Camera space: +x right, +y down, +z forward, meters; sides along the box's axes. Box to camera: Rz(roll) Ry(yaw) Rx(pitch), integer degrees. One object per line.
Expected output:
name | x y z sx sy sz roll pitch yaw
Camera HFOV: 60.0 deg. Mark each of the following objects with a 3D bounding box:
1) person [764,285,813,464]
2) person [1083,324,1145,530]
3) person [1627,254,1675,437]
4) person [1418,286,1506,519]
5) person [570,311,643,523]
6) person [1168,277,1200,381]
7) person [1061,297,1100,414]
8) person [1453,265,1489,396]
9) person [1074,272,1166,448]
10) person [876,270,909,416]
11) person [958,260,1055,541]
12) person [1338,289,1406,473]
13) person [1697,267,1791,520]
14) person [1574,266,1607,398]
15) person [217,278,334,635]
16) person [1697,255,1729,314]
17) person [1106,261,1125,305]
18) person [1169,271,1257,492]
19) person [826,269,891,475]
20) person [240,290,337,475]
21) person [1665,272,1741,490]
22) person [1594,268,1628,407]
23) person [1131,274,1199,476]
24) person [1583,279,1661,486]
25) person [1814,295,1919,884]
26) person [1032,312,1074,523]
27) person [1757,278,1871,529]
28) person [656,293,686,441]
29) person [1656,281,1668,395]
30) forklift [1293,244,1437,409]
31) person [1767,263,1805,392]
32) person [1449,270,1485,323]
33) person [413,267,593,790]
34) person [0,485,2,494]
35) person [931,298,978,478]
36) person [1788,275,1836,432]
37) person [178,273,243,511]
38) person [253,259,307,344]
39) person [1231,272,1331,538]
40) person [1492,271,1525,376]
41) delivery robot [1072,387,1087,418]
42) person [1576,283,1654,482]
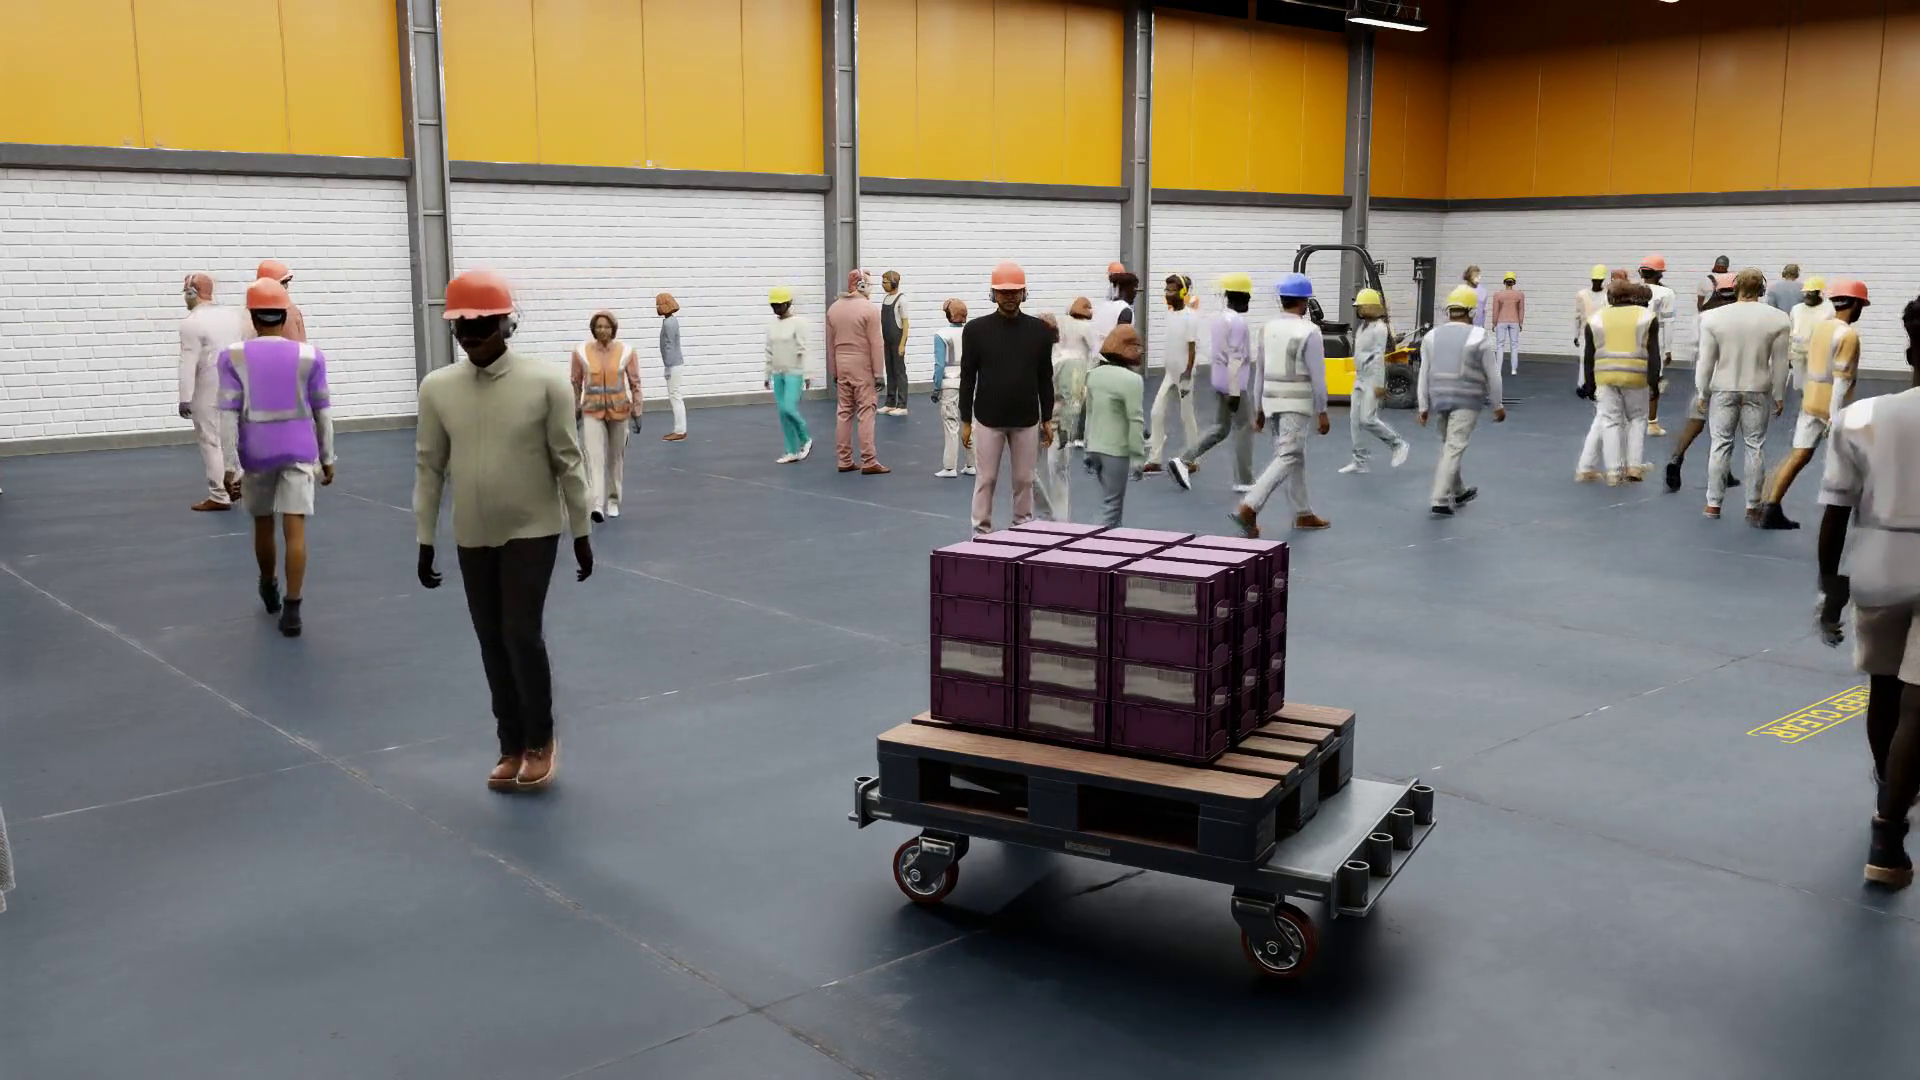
person | -1.700 -1.603 16.165 0.562 1.738 0.388 7 12 36
person | 0.975 -0.502 10.151 0.607 1.611 0.526 -5 11 -28
person | 7.714 -2.179 18.690 0.392 2.045 0.608 -9 13 -42
person | 3.936 -1.079 13.011 0.941 1.776 0.606 -9 13 -42
person | -2.681 -0.929 12.636 0.543 1.593 0.851 -2 10 -12
person | 3.614 -3.407 26.912 0.535 1.693 0.317 4 11 25
person | 1.289 -1.837 18.058 0.889 1.582 0.507 -6 11 -30
person | 7.427 -3.086 24.424 0.643 1.907 0.939 -4 10 -21
person | 1.648 -1.874 17.487 1.043 1.854 0.611 -3 10 -19
person | -0.847 -2.500 21.168 0.343 1.840 0.507 -7 12 -35
person | 0.304 -0.776 10.615 0.621 1.992 0.397 -1 10 -8
person | 3.844 -1.467 15.445 0.530 1.724 0.492 -2 10 -14
person | 5.998 -1.116 12.773 0.637 1.937 0.357 4 11 23
person | 9.051 -2.952 23.702 0.603 1.871 1.031 5 11 28
person | -3.744 -0.478 9.140 0.569 1.893 0.965 -4 10 -22
person | 13.146 -3.912 28.843 0.682 2.000 0.537 5 11 28
person | 2.325 -3.192 24.923 0.353 1.941 0.543 -5 11 -28
person | 2.246 -1.339 14.200 0.817 1.904 0.591 -1 10 -8
person | -0.934 -1.562 15.493 0.636 1.903 0.404 8 13 39
person | -6.034 -1.390 14.803 0.993 1.786 0.629 -9 13 -43
person | 6.485 -1.358 14.351 0.896 1.894 0.551 -6 12 -33
person | 8.895 -2.715 22.366 0.766 1.866 0.581 -8 12 -38
person | 1.896 -1.490 15.220 0.767 1.846 0.554 -5 11 -29
person | 5.851 -1.387 14.721 0.658 1.815 0.537 5 11 27
person | 3.212 0.134 5.556 0.608 1.916 1.020 9 14 44
person | 0.604 -0.788 11.742 0.350 1.625 0.540 -9 13 -44
person | 6.409 -0.978 12.207 0.992 1.874 0.533 -1 10 -6
person | -3.179 -1.901 18.292 0.287 1.623 0.495 -1 10 -7
person | 9.927 -2.859 23.748 0.585 1.692 0.572 -3 10 -16
forklift | 5.256 -2.933 22.661 2.313 2.155 1.214 3 10 16
person | 12.407 -3.189 25.009 0.647 1.897 0.928 2 10 14
person | 8.722 -3.741 28.511 0.559 1.803 0.872 6 12 33
person | -1.731 -0.018 6.221 0.656 1.974 0.522 2 10 10
person | -8.377 -1.225 13.953 0.344 1.758 0.520 5 11 27
person | -0.031 -1.381 15.196 0.513 1.641 0.309 -7 12 -37
person | 9.896 -2.159 19.278 0.758 1.809 0.599 -6 12 -33
person | -5.989 -1.169 13.232 0.433 1.884 0.739 1 10 8
person | -5.676 -1.349 13.978 0.391 1.991 0.612 -4 11 -24
person | 2.343 -0.970 12.013 0.944 1.917 0.615 -5 11 -27
person | 9.286 -3.666 28.206 0.525 1.769 0.313 1 10 8
delivery robot | 1.409 -1.648 19.657 0.707 0.478 0.477 0 10 2
person | 5.966 -1.404 14.941 0.927 1.781 0.638 -3 10 -16
